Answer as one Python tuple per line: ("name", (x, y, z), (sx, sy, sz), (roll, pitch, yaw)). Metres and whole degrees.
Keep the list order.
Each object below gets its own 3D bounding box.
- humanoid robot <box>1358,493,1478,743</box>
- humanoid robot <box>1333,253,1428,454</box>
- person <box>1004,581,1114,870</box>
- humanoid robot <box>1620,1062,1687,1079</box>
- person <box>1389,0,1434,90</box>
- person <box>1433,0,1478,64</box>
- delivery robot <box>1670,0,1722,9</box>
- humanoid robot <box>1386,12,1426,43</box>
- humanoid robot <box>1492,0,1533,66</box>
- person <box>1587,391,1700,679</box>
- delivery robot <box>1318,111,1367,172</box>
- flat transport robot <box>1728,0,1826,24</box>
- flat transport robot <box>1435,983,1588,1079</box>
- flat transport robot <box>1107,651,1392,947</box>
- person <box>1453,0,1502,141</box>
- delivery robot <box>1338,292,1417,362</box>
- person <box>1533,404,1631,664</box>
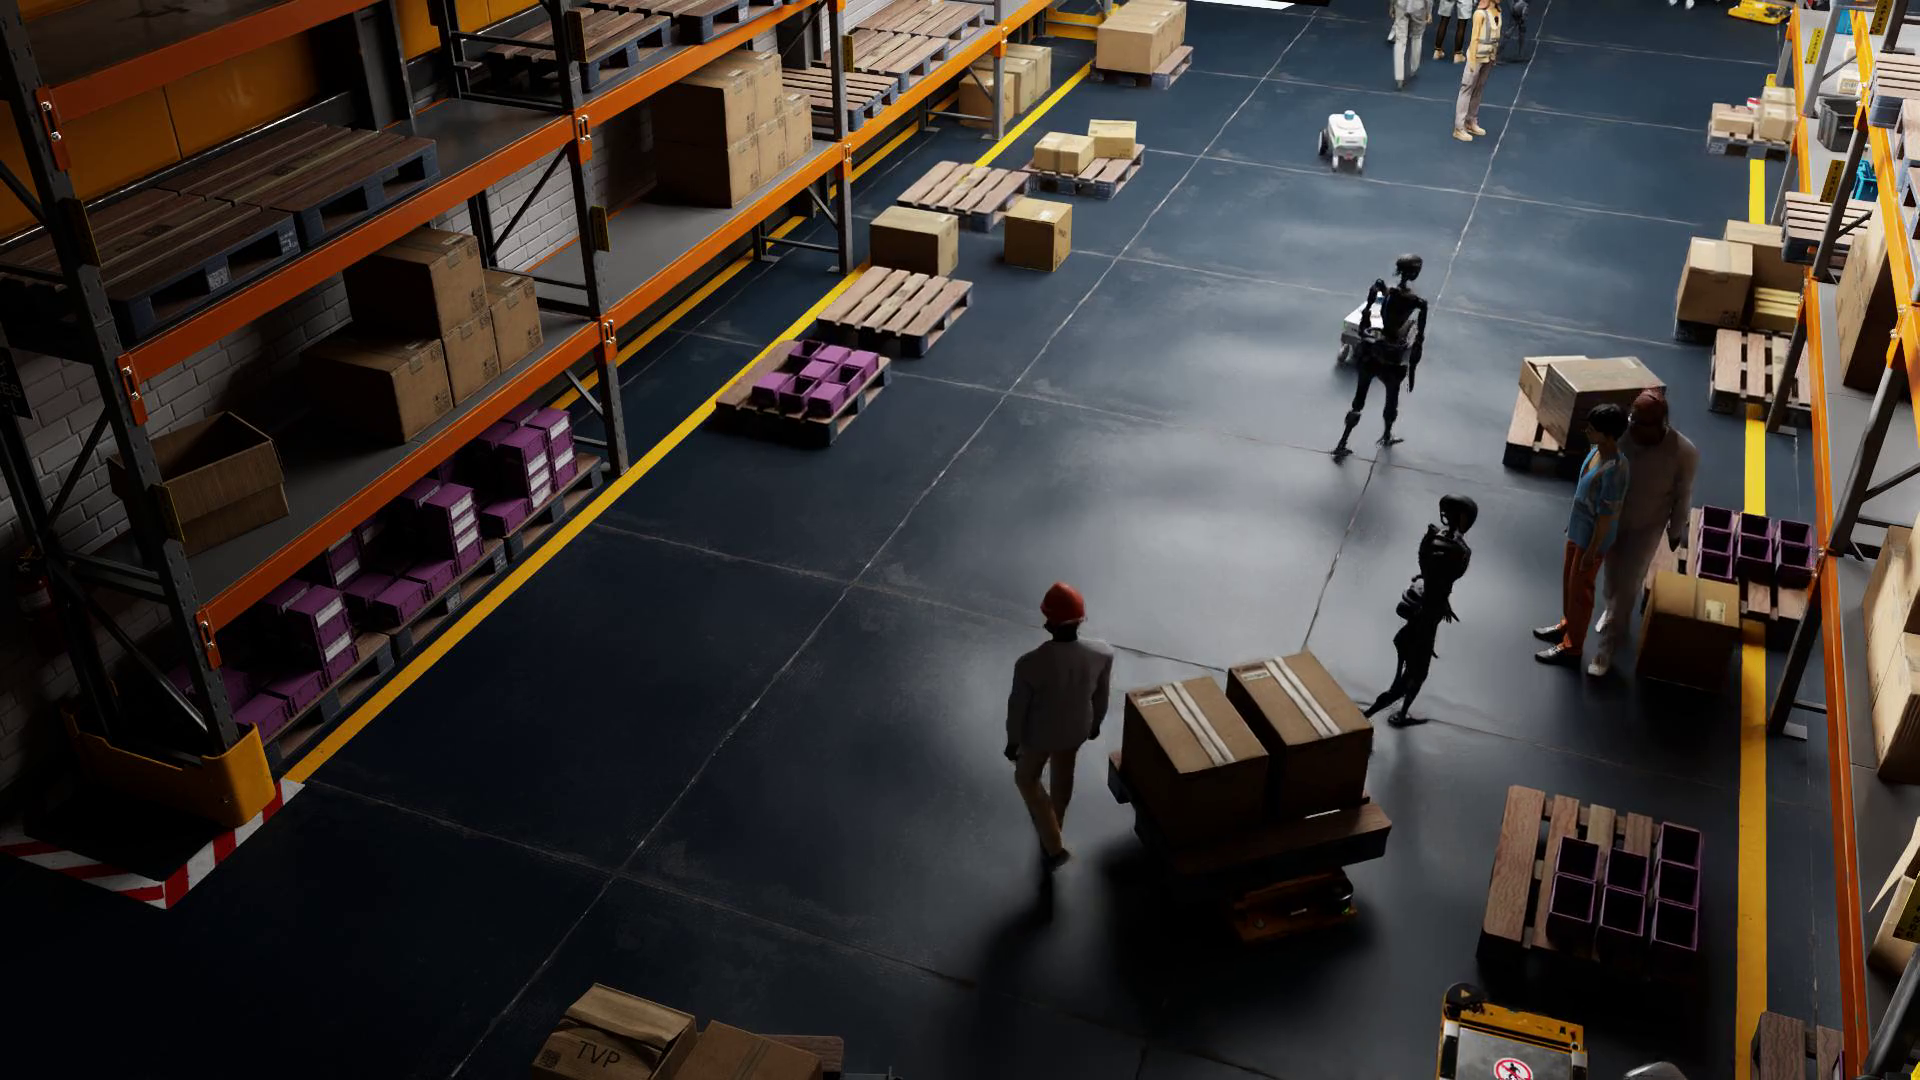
("humanoid robot", (2.643, 0.429, 9.636), (0.456, 1.647, 0.612), (18, 37, 26))
("humanoid robot", (3.156, -1.392, 12.500), (0.716, 1.636, 0.607), (-18, 37, -26))
("person", (0.509, 0.971, 8.733), (0.583, 1.731, 0.614), (-13, 35, -19))
("humanoid robot", (2.507, 2.712, 6.075), (0.542, 1.832, 0.659), (-16, 36, -23))
("person", (5.463, -6.467, 20.116), (0.556, 1.842, 0.891), (11, 34, 16))
("person", (6.269, -6.858, 20.897), (0.535, 1.691, 0.318), (22, 39, 31))
("delivery robot", (10.398, -7.831, 23.431), (0.769, 0.577, 0.499), (-20, 38, -28))
("humanoid robot", (5.882, -7.291, 21.523), (0.537, 1.724, 1.014), (27, 42, 35))
("humanoid robot", (7.030, -6.756, 20.761), (0.598, 1.631, 0.609), (1, 33, 2))
("person", (4.096, -0.088, 10.266), (0.636, 1.848, 0.943), (25, 40, 33))
("delivery robot", (4.199, -4.369, 18.078), (0.499, 0.582, 0.773), (2, 33, 3))
("flat transport robot", (11.342, -7.456, 23.131), (1.431, 0.231, 0.659), (-27, 41, -35))
("flat transport robot", (2.466, 2.645, 7.498), (0.659, 0.231, 1.431), (10, 34, 15))
("flat transport robot", (1.539, 1.602, 9.112), (0.659, 0.231, 1.431), (-10, 34, -15))
("person", (5.801, -5.349, 18.479), (0.468, 1.778, 0.313), (-27, 41, -35))
("delivery robot", (3.544, -1.824, 14.159), (0.499, 0.603, 0.794), (22, 39, 30))
("person", (3.867, -0.040, 10.284), (0.344, 1.759, 0.500), (4, 33, 6))
